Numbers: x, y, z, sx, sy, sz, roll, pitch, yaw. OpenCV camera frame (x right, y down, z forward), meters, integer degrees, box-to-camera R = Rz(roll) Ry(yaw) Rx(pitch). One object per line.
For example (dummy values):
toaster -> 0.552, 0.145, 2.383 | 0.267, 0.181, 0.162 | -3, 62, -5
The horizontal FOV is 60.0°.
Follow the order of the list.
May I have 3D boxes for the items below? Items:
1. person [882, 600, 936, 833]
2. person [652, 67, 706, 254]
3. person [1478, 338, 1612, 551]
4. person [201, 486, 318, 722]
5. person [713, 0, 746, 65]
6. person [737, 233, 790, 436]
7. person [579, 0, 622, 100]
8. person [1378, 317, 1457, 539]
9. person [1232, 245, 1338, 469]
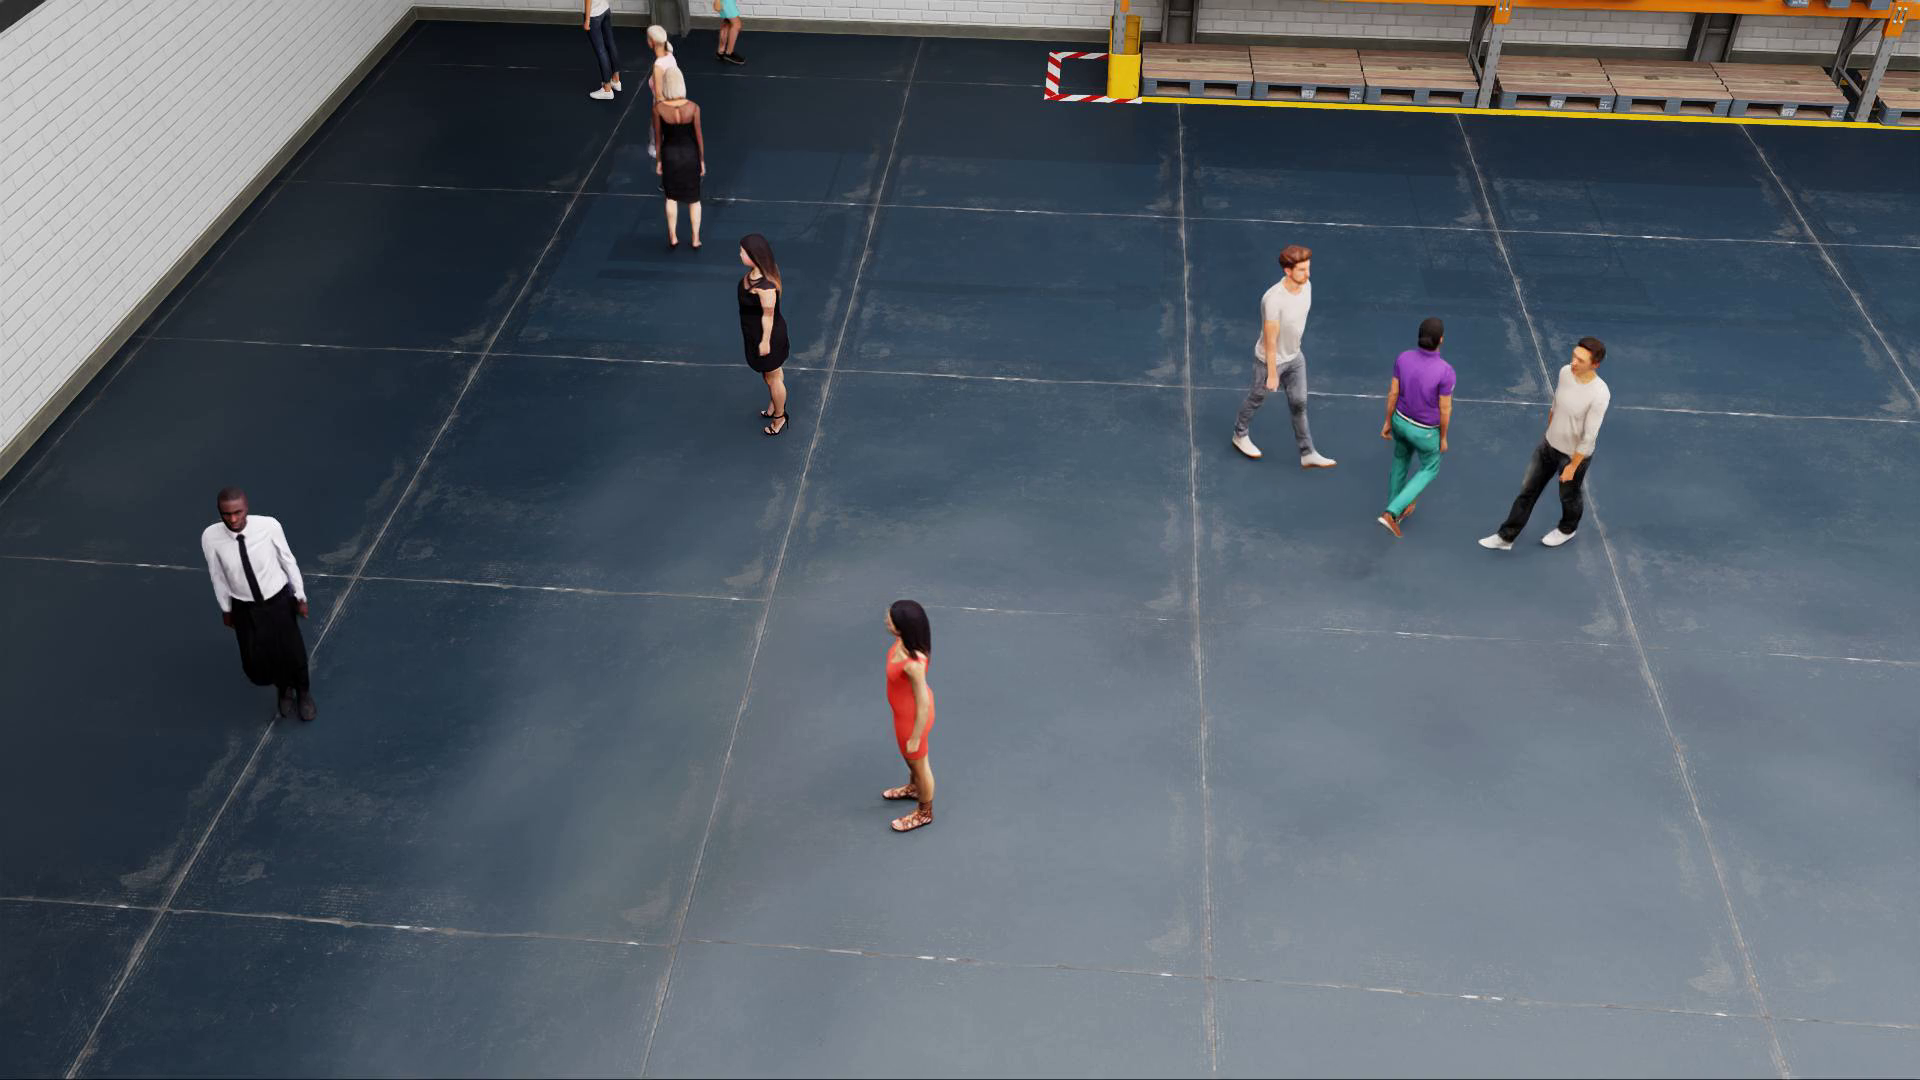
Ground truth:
person -> -0.271, 0.998, 9.624 | 0.613, 1.718, 0.635 | -7, 39, -8
person -> -2.552, -3.422, 15.149 | 0.603, 1.729, 0.726 | -5, 39, -6
person -> 4.331, -0.657, 11.644 | 1.169, 1.784, 0.984 | -17, 41, -20
person -> -4.323, 0.354, 10.348 | 0.771, 1.821, 0.863 | -14, 41, -17
person -> -2.712, -6.123, 18.679 | 0.616, 1.544, 0.579 | 6, 39, 8
person -> -1.494, -1.599, 12.877 | 0.672, 1.716, 0.714 | -5, 39, -6
person -> -3.891, -5.655, 17.882 | 0.567, 1.809, 0.637 | 10, 40, 13
person -> 3.190, -0.749, 11.780 | 0.930, 1.758, 0.971 | 31, 48, 33
person -> 2.325, -1.403, 12.517 | 1.108, 1.860, 1.188 | -31, 48, -33
